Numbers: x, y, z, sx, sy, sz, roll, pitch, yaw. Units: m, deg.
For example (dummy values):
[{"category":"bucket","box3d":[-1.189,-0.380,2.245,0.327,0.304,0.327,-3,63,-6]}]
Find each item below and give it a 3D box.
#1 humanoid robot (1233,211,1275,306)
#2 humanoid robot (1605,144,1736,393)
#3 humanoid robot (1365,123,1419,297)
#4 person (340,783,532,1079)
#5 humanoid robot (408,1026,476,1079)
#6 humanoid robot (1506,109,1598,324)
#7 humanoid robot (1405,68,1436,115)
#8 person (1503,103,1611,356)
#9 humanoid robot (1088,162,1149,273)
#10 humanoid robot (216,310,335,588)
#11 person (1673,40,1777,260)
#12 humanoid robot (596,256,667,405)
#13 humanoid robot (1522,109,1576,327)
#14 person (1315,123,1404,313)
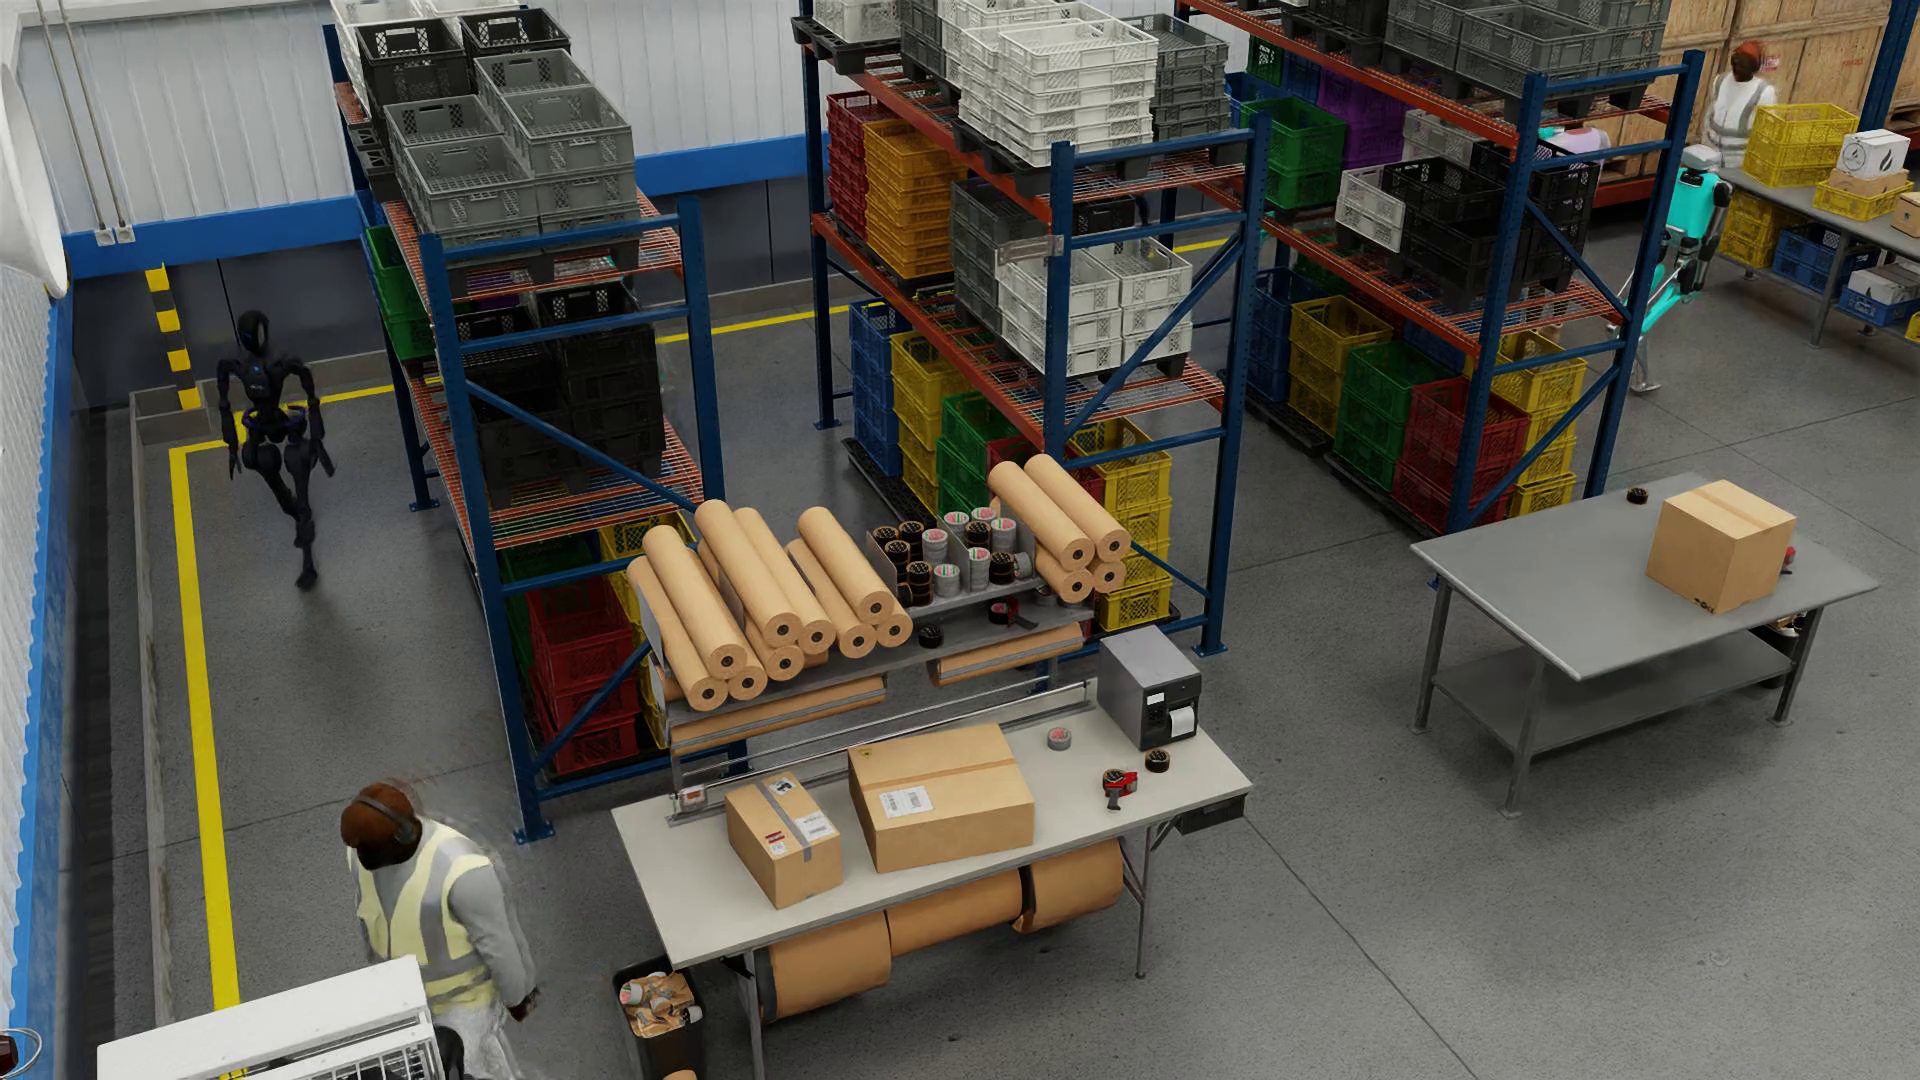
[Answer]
[{"category":"humanoid robot","box3d":[2.374,-2.649,12.822,0.697,1.738,0.542,4,32,7]},{"category":"humanoid robot","box3d":[4.790,-1.835,11.461,0.743,1.697,0.530,-20,37,-29]},{"category":"humanoid robot","box3d":[3.345,-2.427,12.582,0.605,1.641,0.591,16,35,24]},{"category":"person","box3d":[-1.863,1.576,5.941,0.652,1.811,0.522,20,37,29]},{"category":"humanoid robot","box3d":[-1.506,2.091,5.293,0.609,1.637,0.784,-5,32,-8]},{"category":"humanoid robot","box3d":[4.498,-2.556,12.700,0.589,1.749,0.821,8,33,13]},{"category":"humanoid robot","box3d":[3.648,-3.254,13.896,0.599,1.659,0.315,3,32,5]},{"category":"person","box3d":[4.311,-2.330,12.065,0.603,2.044,0.372,-14,34,-21]},{"category":"humanoid robot","box3d":[1.088,-1.987,11.894,0.595,1.627,0.767,4,32,6]},{"category":"humanoid robot","box3d":[-3.936,-0.563,9.583,0.600,1.623,0.785,-3,32,-5]},{"category":"person","box3d":[6.377,-3.208,13.673,0.726,1.852,0.624,-19,36,-27]},{"category":"humanoid robot","box3d":[-2.113,-1.328,10.746,0.783,1.787,0.543,16,35,24]},{"category":"humanoid robot","box3d":[4.472,-2.304,12.413,0.530,1.866,0.783,-21,37,-30]},{"category":"person","box3d":[2.992,-2.343,12.322,0.771,1.797,0.610,17,35,25]}]
